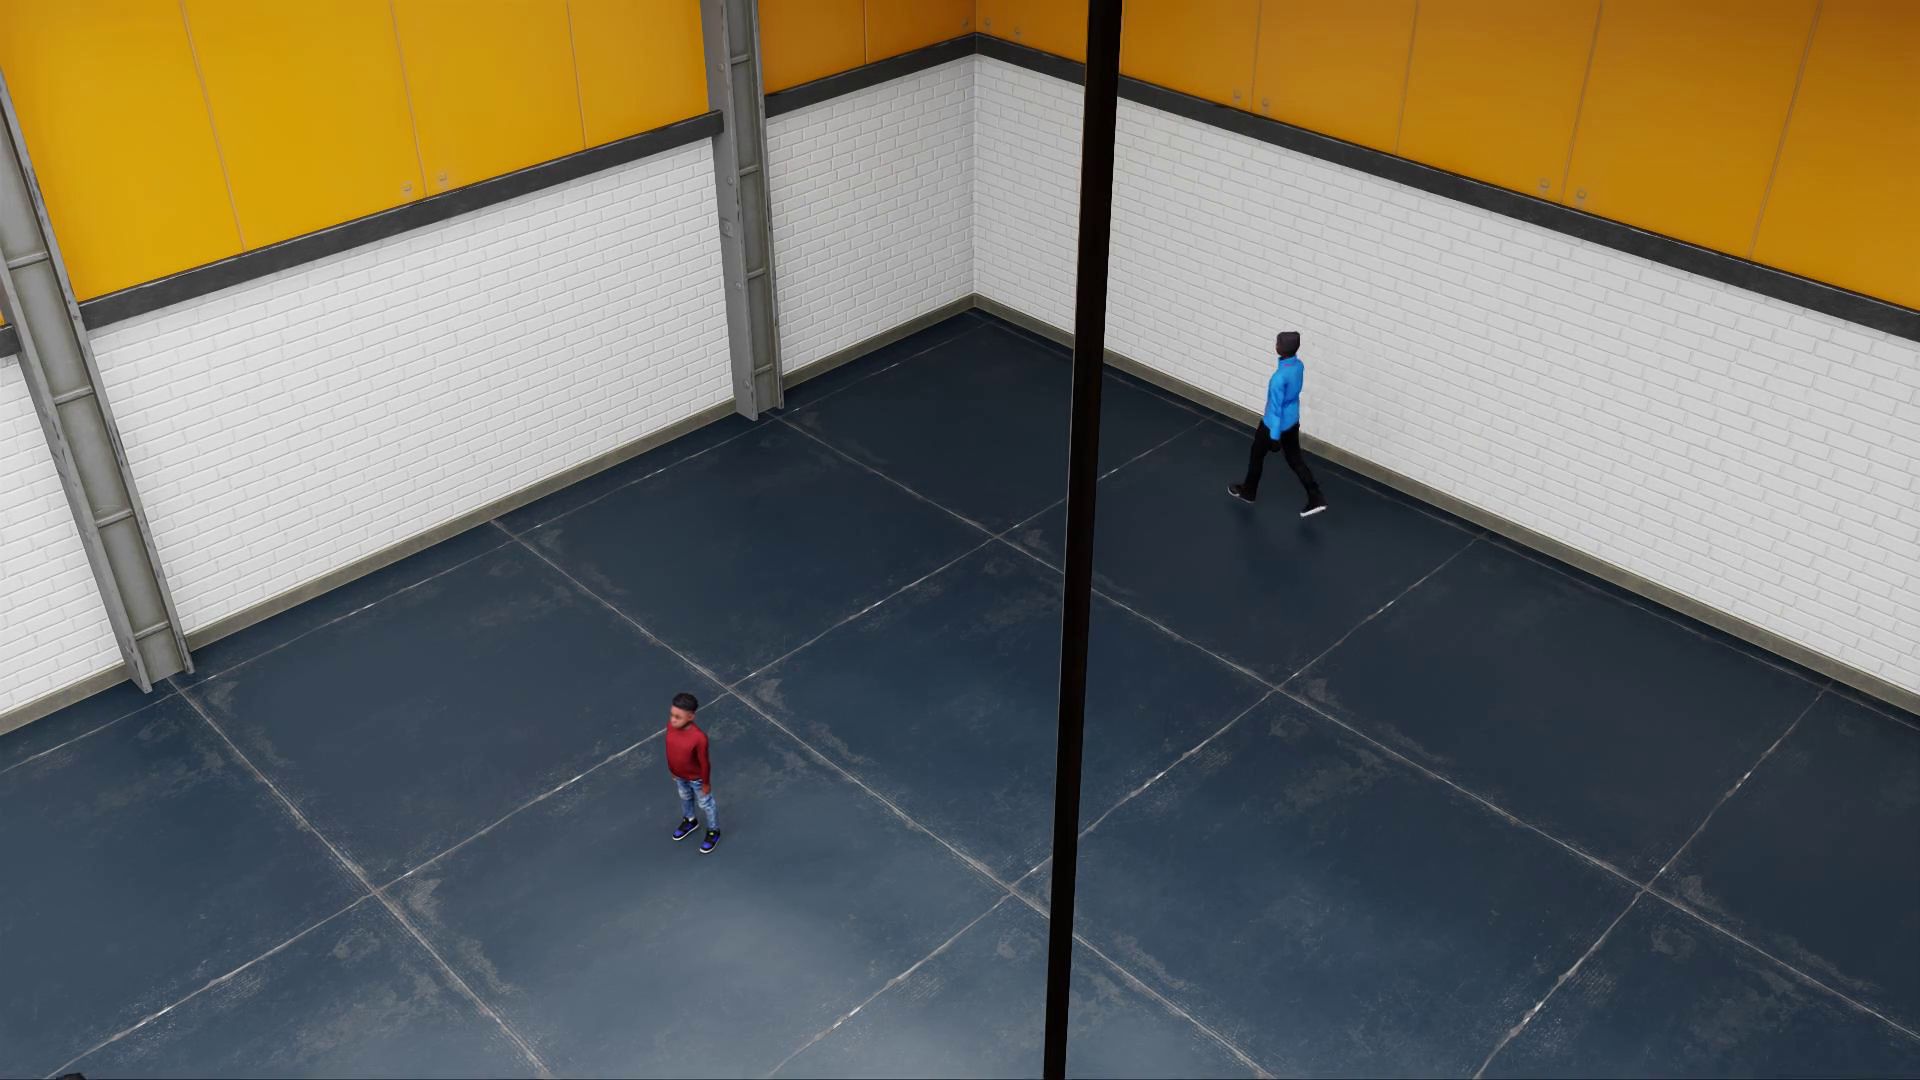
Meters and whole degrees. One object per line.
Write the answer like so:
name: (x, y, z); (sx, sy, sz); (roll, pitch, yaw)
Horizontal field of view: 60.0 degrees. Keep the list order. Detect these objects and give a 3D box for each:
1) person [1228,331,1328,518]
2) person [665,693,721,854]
person: (2.872, -0.972, 14.432); (0.704, 1.758, 1.126); (27, 42, 34)
person: (-1.796, 1.524, 11.132); (0.533, 1.253, 0.537); (20, 38, 27)
